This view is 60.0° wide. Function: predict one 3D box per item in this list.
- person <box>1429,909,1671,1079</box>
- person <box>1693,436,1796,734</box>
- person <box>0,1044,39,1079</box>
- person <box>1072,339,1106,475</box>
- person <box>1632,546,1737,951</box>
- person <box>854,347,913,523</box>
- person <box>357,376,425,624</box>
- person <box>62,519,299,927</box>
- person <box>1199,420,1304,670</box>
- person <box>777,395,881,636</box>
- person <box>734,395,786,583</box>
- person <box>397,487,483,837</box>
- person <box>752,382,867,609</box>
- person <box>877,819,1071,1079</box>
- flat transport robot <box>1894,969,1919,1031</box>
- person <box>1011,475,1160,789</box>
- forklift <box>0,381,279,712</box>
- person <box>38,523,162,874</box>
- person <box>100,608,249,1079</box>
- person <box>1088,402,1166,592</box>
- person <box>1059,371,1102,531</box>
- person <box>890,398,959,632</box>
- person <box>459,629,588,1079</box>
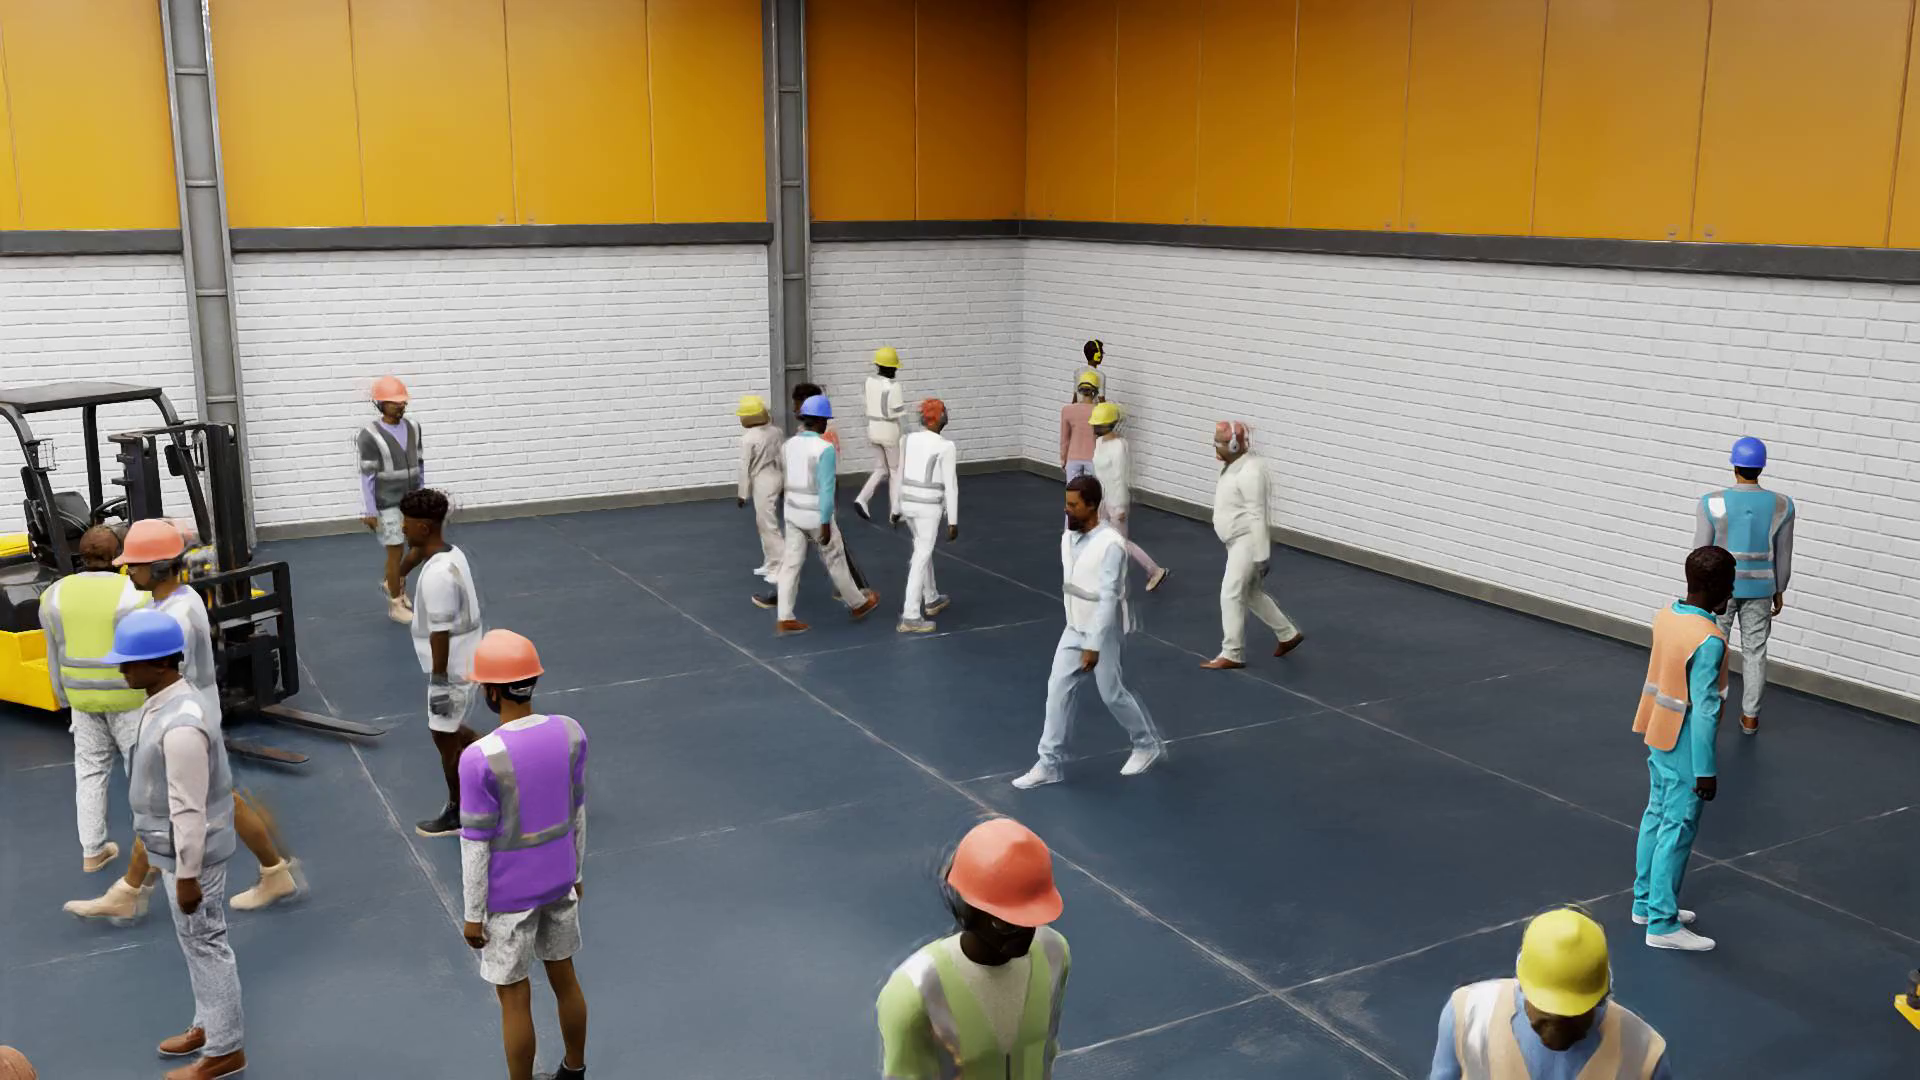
[{"bbox_3d":[1.525,1.750,4.437,0.625,1.765,0.935,4,13,17],"label":"person"},{"bbox_3d":[5.037,0.301,10.764,0.605,1.951,0.384,2,12,11],"label":"person"},{"bbox_3d":[-2.178,1.927,3.872,0.309,1.641,0.513,0,12,2],"label":"person"},{"bbox_3d":[1.457,-1.272,18.327,0.323,1.871,0.528,-10,15,-38],"label":"person"},{"bbox_3d":[3.368,0.961,7.773,0.397,1.911,0.587,1,12,4],"label":"person"},{"bbox_3d":[-0.767,-1.090,17.427,0.604,1.890,0.616,-10,15,-38],"label":"person"},{"bbox_3d":[-4.559,-0.320,13.471,0.470,2.030,0.633,7,14,29],"label":"person"},{"bbox_3d":[-3.748,0.883,7.929,1.059,1.990,0.618,-5,13,-24],"label":"person"},{"bbox_3d":[2.185,0.033,12.252,0.771,1.868,0.660,-1,12,-3],"label":"person"},{"bbox_3d":[-1.108,-0.210,13.297,0.621,1.885,1.013,11,16,42],"label":"person"},{"bbox_3d":[-1.769,-0.449,14.850,0.553,1.706,0.516,6,13,25],"label":"person"},{"bbox_3d":[-2.731,0.666,9.047,0.532,1.948,0.616,-3,12,-12],"label":"person"},{"bbox_3d":[-1.248,-0.382,14.048,1.019,1.923,0.626,-4,13,-18],"label":"person"},{"bbox_3d":[-0.016,1.628,4.483,0.612,1.997,0.978,-7,14,-30],"label":"person"},{"bbox_3d":[4.359,2.068,6.443,0.652,0.197,1.431,0,12,-2],"label":"flat transport robot"},{"bbox_3d":[0.799,0.532,9.870,0.961,1.877,0.591,-8,14,-32],"label":"person"},{"bbox_3d":[-5.853,0.085,11.199,2.313,2.155,1.214,7,14,28],"label":"forklift"},{"bbox_3d":[-4.380,0.823,8.615,0.633,1.834,0.431,0,12,2],"label":"person"},{"bbox_3d":[-3.075,1.205,6.562,0.419,1.939,0.610,-7,14,-29],"label":"person"},{"bbox_3d":[1.377,-0.351,14.355,0.773,1.729,0.539,-5,13,-20],"label":"person"},{"bbox_3d":[1.234,-0.770,16.244,0.532,1.758,0.344,4,13,17],"label":"person"},{"bbox_3d":[-0.251,-0.228,13.506,0.684,1.825,0.928,10,16,40],"label":"person"},{"bbox_3d":[-1.642,1.279,6.236,0.389,1.930,0.544,9,15,36],"label":"person"}]
